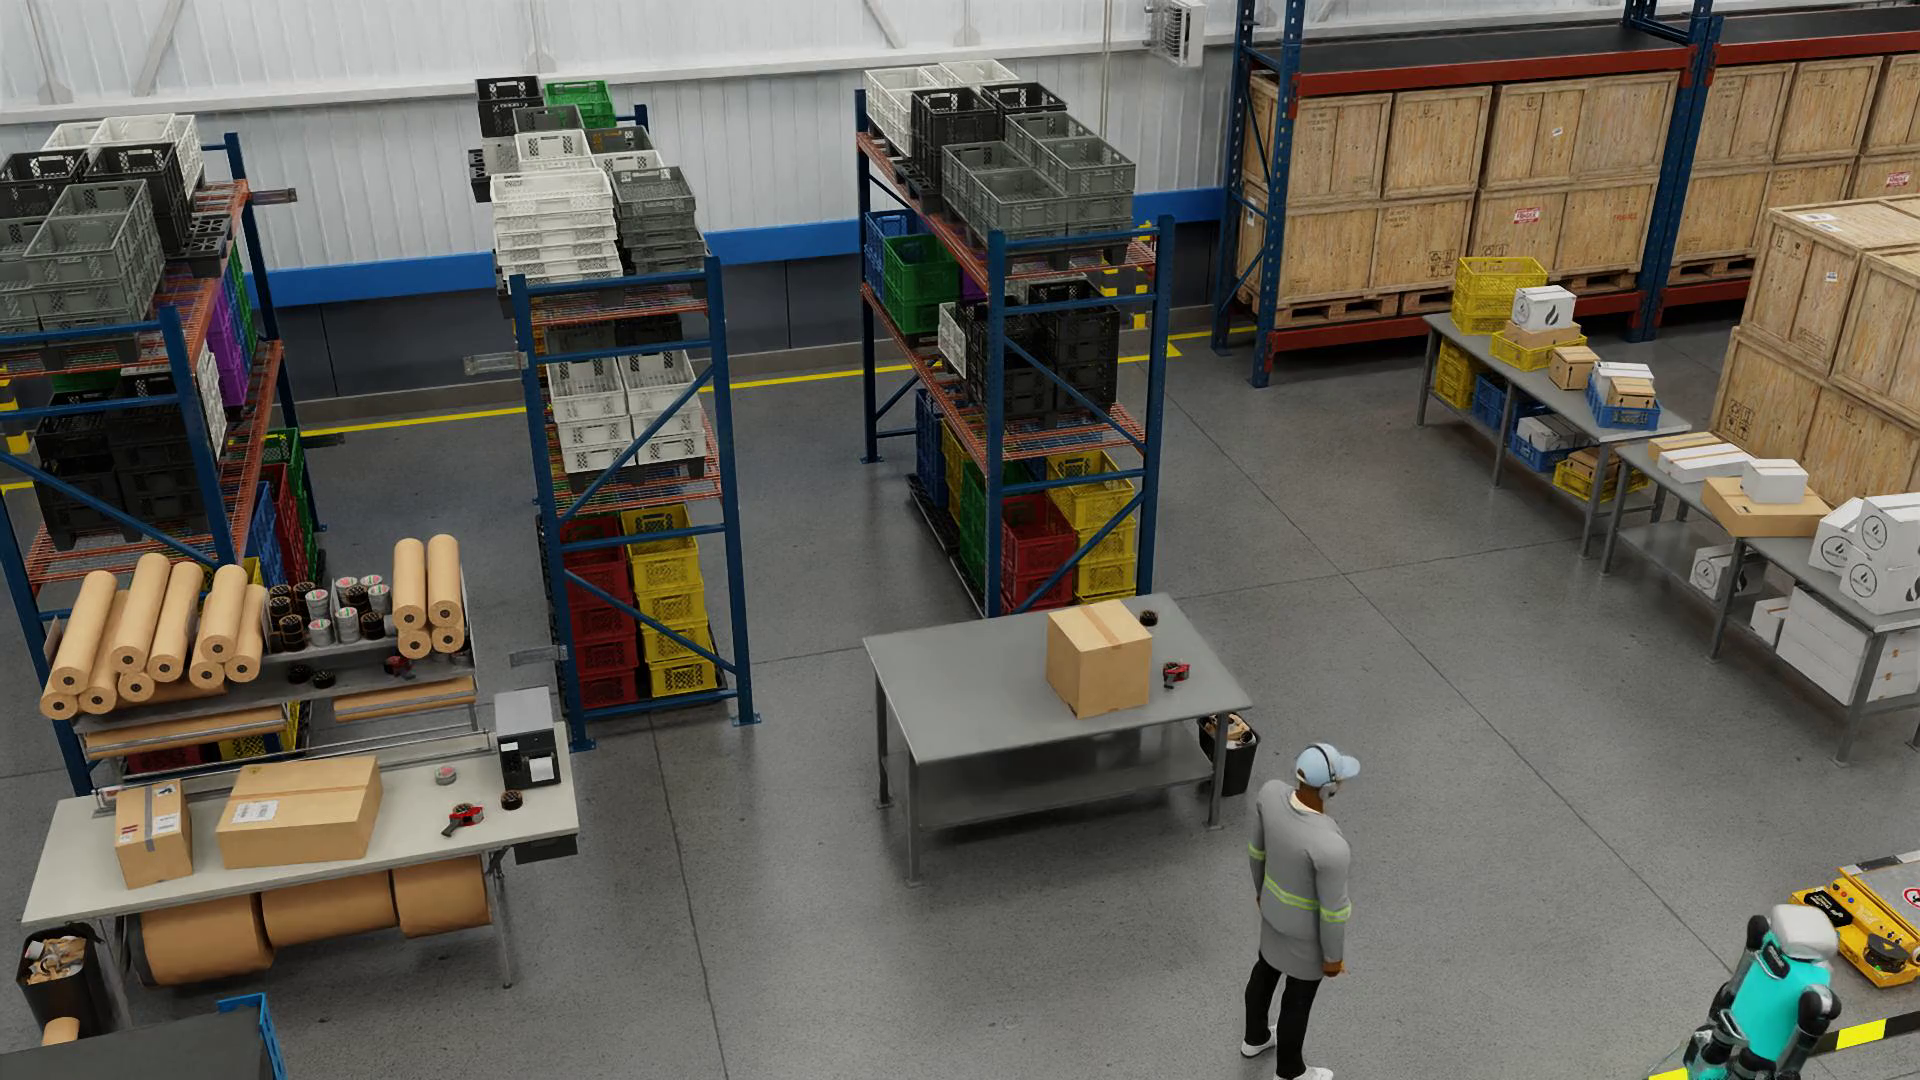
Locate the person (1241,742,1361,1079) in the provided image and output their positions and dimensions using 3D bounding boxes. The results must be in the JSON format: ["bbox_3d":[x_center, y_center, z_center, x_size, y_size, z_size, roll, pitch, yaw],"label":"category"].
[{"bbox_3d":[1.538,1.678,7.464,0.385,1.850,0.596,-14,32,-24],"label":"person"}]

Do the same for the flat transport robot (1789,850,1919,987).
[{"bbox_3d":[5.163,1.916,8.676,1.431,0.231,0.659,-8,30,-14],"label":"flat transport robot"}]

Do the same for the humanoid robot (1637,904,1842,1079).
[{"bbox_3d":[2.909,2.204,6.625,0.788,1.755,0.564,-1,29,-2],"label":"humanoid robot"}]
